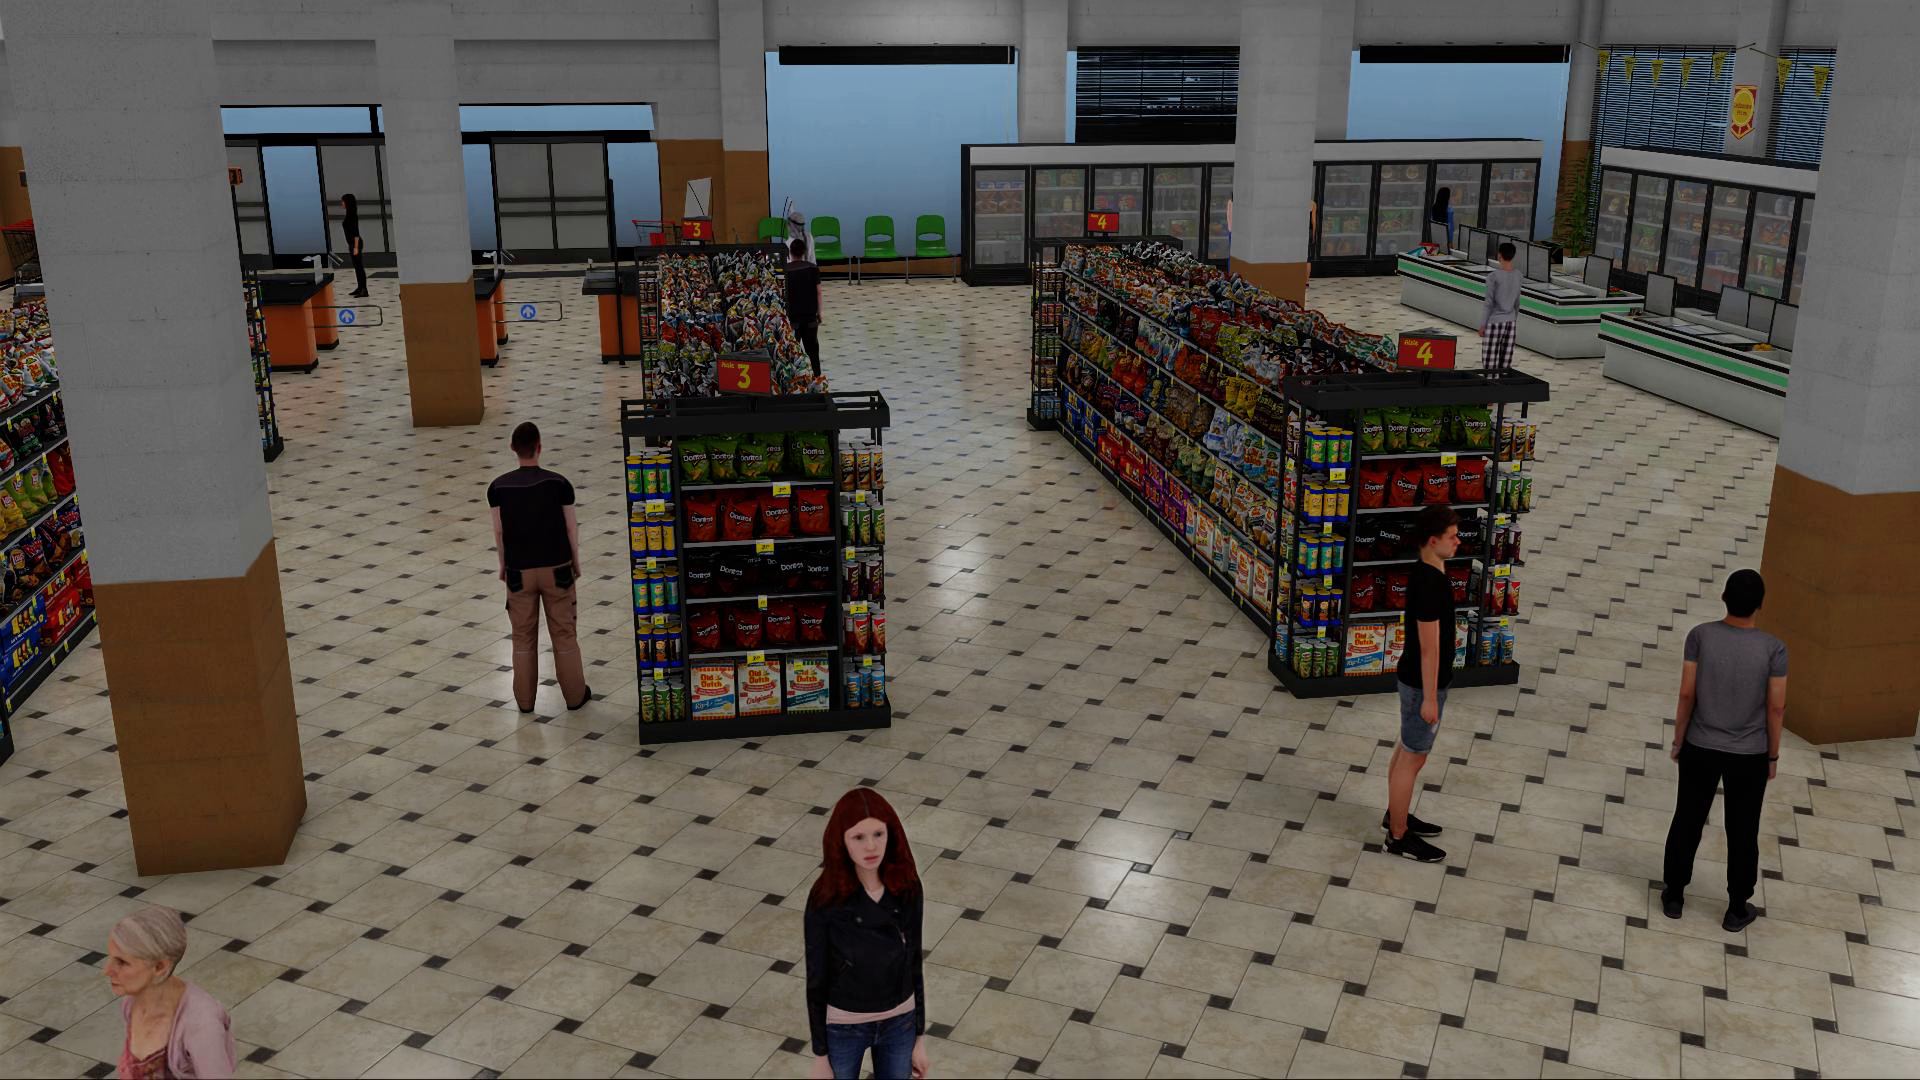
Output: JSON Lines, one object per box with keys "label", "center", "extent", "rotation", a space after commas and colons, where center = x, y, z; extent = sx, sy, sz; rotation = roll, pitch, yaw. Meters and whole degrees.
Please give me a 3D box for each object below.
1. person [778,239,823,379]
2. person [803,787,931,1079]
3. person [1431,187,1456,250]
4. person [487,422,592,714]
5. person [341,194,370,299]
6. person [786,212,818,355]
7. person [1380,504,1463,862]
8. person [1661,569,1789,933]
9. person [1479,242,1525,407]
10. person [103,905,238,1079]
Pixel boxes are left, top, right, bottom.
{"label": "person", "center": [-1.855, -2.567, 19.278], "extent": [0.757, 1.845, 0.646], "rotation": [-6, 18, -19]}
{"label": "person", "center": [-0.307, 1.652, 5.484], "extent": [0.621, 1.787, 0.617], "rotation": [-7, 18, -22]}
{"label": "person", "center": [7.866, -4.912, 27.229], "extent": [0.726, 1.712, 0.575], "rotation": [-9, 19, -28]}
{"label": "person", "center": [-2.607, 0.168, 10.275], "extent": [0.686, 1.842, 0.591], "rotation": [-2, 17, -6]}
{"label": "person", "center": [-9.755, -4.758, 26.845], "extent": [0.698, 1.642, 0.556], "rotation": [-10, 19, -29]}
{"label": "person", "center": [-2.069, -3.245, 21.372], "extent": [0.870, 1.926, 0.793], "rotation": [9, 19, 28]}
{"label": "person", "center": [2.356, 0.706, 8.498], "extent": [0.804, 1.846, 0.645], "rotation": [4, 17, 13]}
{"label": "person", "center": [3.580, 0.971, 7.781], "extent": [0.702, 1.755, 0.750], "rotation": [10, 20, 30]}
{"label": "person", "center": [6.143, -2.452, 18.894], "extent": [0.649, 1.847, 0.570], "rotation": [-5, 18, -17]}
{"label": "person", "center": [-2.235, 1.845, 5.078], "extent": [1.044, 1.654, 1.097], "rotation": [13, 21, 36]}
